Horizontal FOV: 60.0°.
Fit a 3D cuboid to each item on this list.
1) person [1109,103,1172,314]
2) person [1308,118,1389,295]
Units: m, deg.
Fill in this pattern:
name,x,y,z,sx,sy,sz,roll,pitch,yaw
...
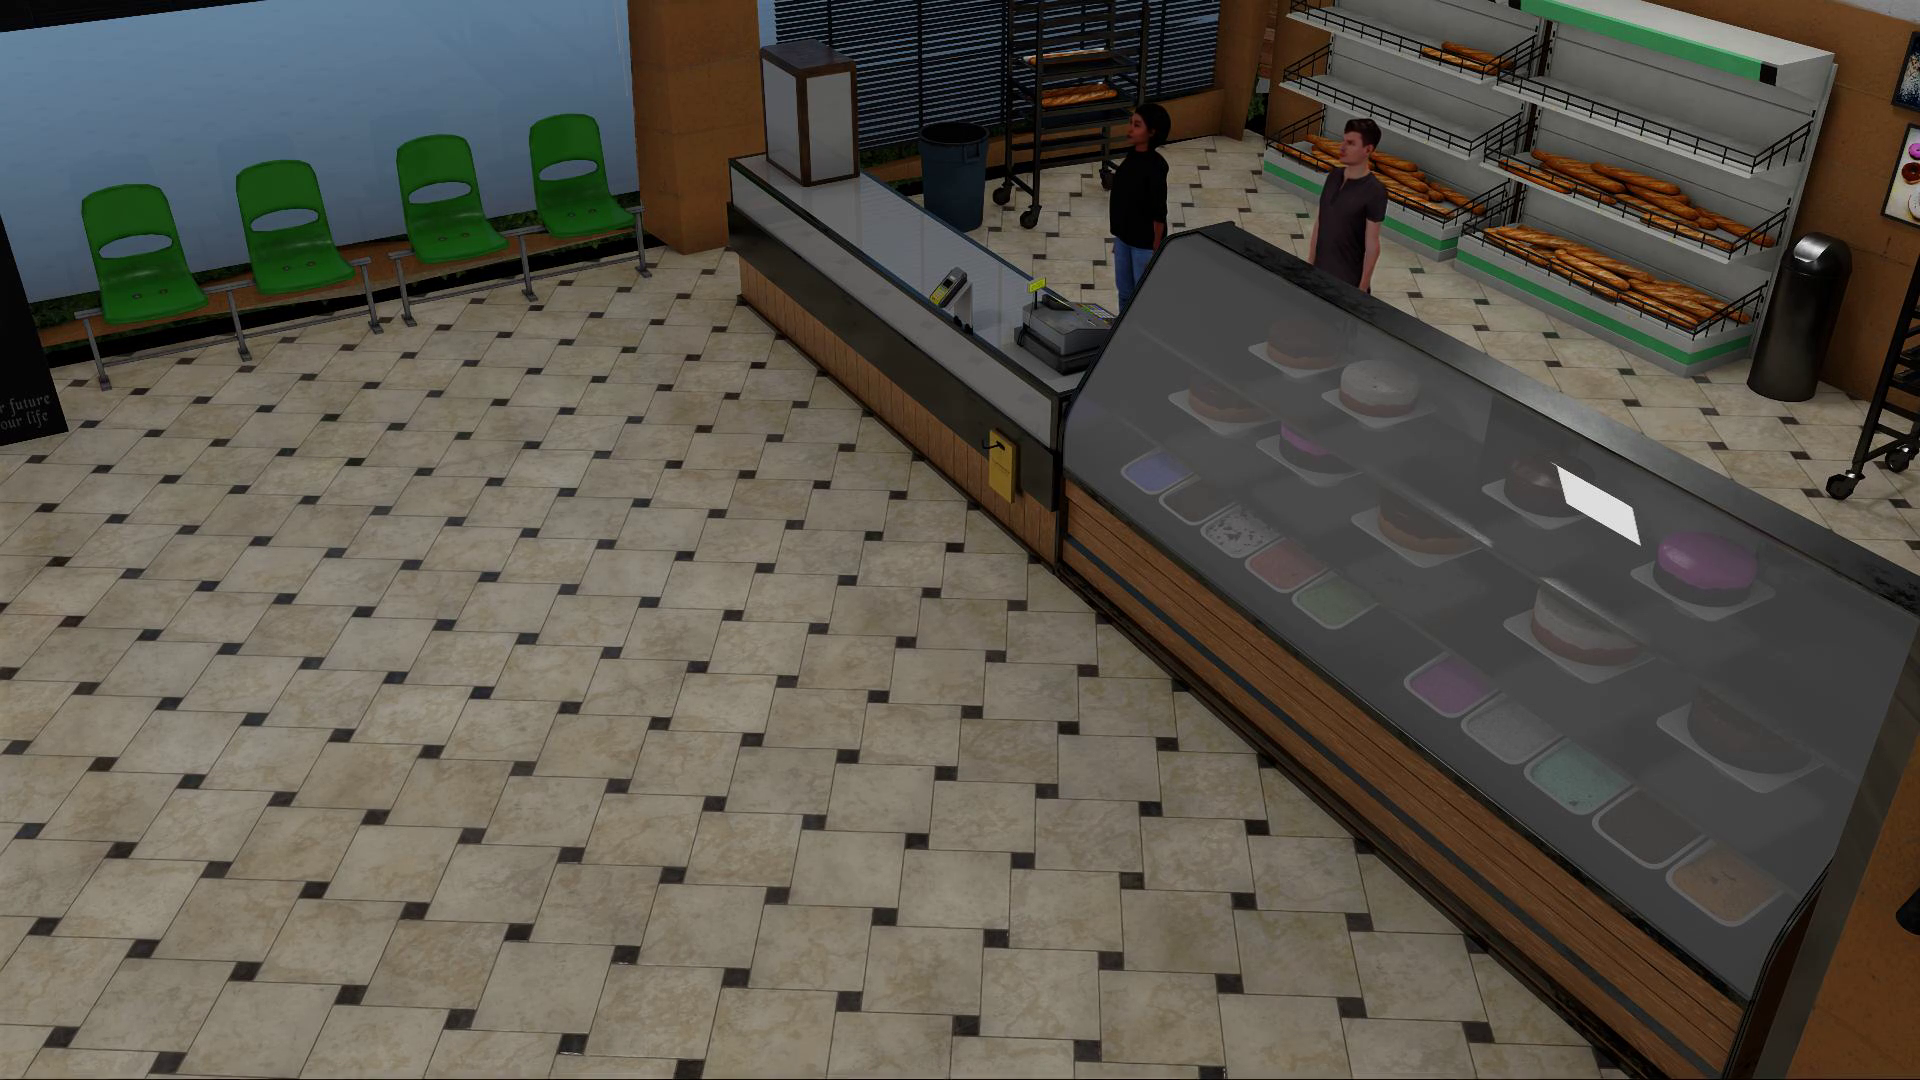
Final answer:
name,x,y,z,sx,sy,sz,roll,pitch,yaw
person,1.080,-1.787,10.006,0.519,1.702,0.550,-17,36,-25
person,2.143,-1.460,9.337,0.525,1.853,0.632,-17,36,-25
